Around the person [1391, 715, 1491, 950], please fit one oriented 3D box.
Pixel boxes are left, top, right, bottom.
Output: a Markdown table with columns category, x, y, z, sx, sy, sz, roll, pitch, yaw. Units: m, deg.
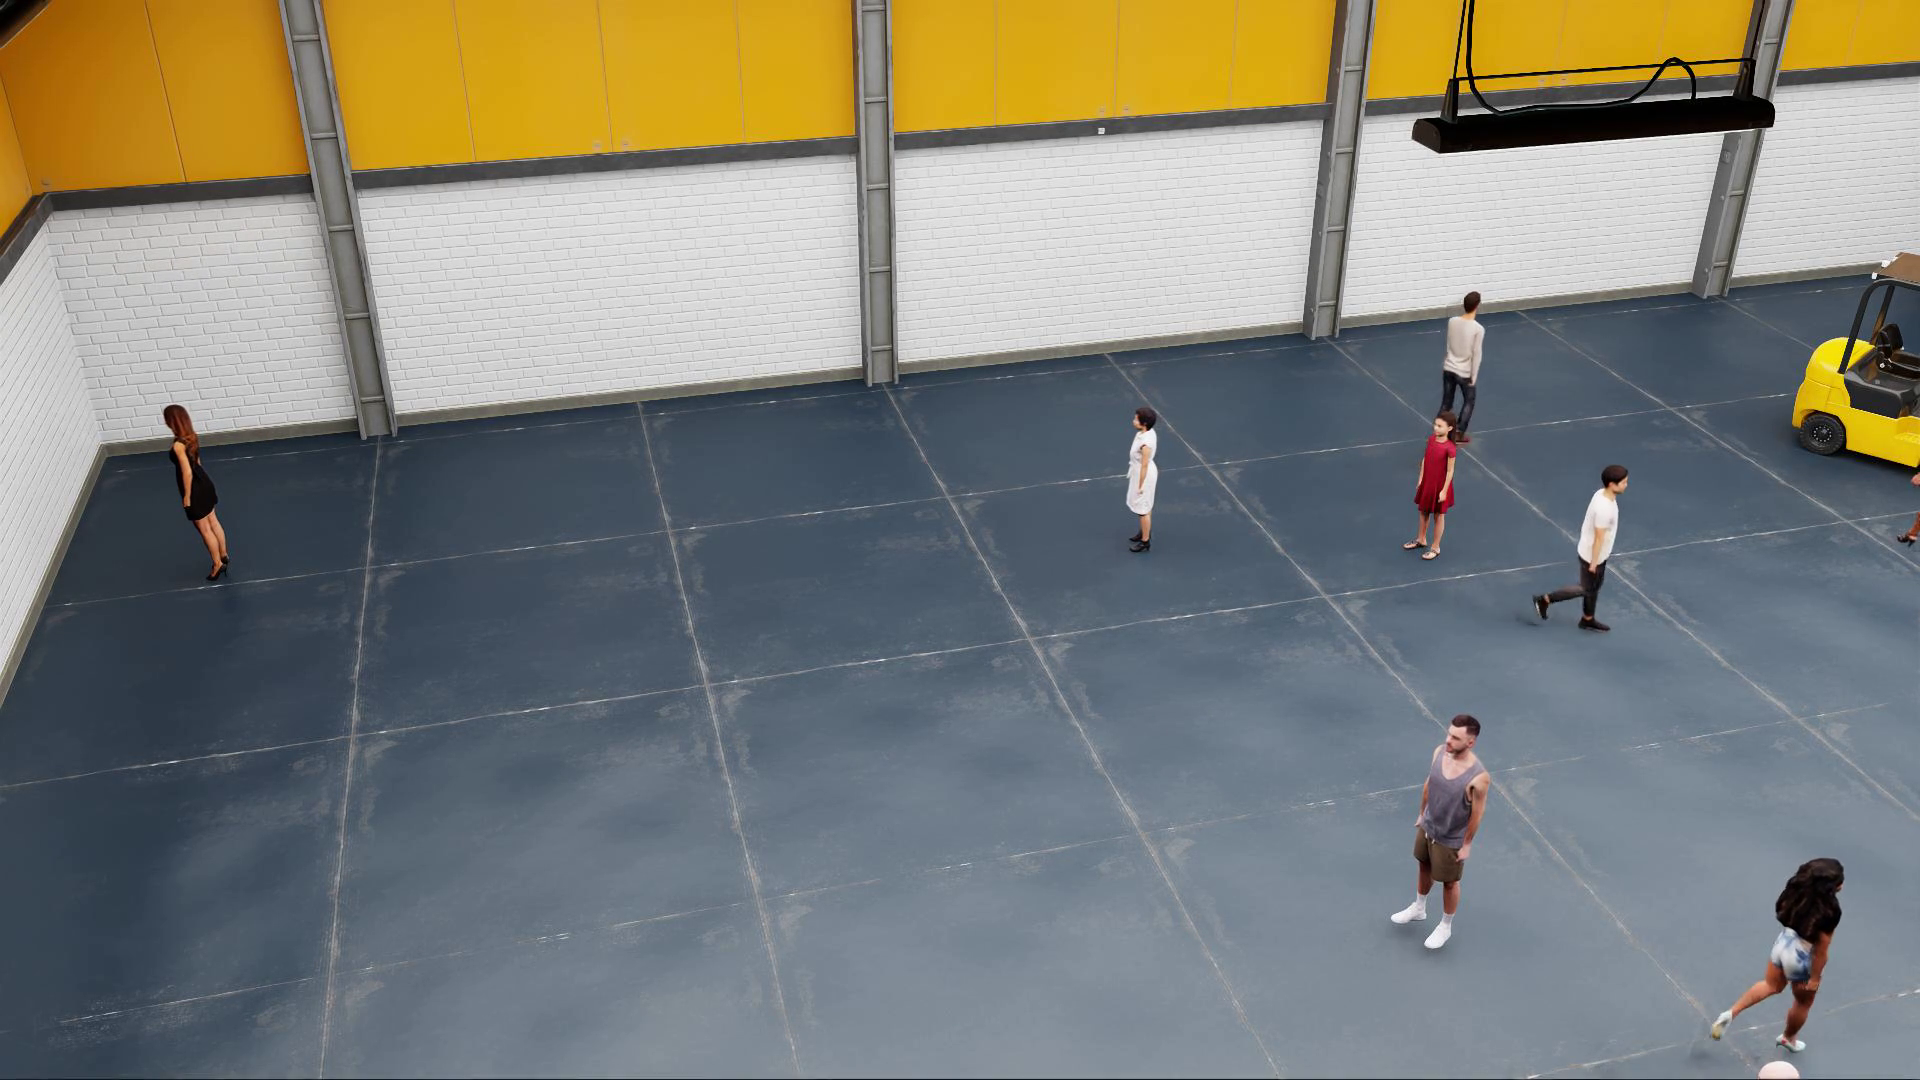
| category | x | y | z | sx | sy | sz | roll | pitch | yaw |
| --- | --- | --- | --- | --- | --- | --- | --- | --- | --- |
| person | 3.337 | 1.966 | 11.418 | 0.685 | 1.847 | 0.698 | -17 | 33 | -29 |

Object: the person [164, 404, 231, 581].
| category | x | y | z | sx | sy | sz | roll | pitch | yaw |
| --- | --- | --- | --- | --- | --- | --- | --- | --- | --- |
| person | -7.377 | -0.460 | 16.066 | 0.583 | 1.835 | 0.618 | -2 | 29 | -3 |

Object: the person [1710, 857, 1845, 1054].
| category | x | y | z | sx | sy | sz | roll | pitch | yaw |
| --- | --- | --- | --- | --- | --- | --- | --- | --- | --- |
| person | 5.237 | 2.673 | 10.562 | 0.932 | 1.605 | 0.620 | -4 | 29 | -7 |

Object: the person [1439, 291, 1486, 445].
| category | x | y | z | sx | sy | sz | roll | pitch | yaw |
| --- | --- | --- | --- | --- | --- | --- | --- | --- | --- |
| person | 5.544 | -1.860 | 18.617 | 0.785 | 1.851 | 0.818 | 23 | 36 | 36 |

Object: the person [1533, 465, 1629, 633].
| category | x | y | z | sx | sy | sz | roll | pitch | yaw |
| --- | --- | --- | --- | --- | --- | --- | --- | --- | --- |
| person | 5.728 | 0.071 | 15.230 | 1.063 | 1.703 | 0.951 | 11 | 30 | 19 |

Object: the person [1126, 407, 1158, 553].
| category | x | y | z | sx | sy | sz | roll | pitch | yaw |
| --- | --- | --- | --- | --- | --- | --- | --- | --- | --- |
| person | 1.844 | -0.623 | 16.661 | 0.645 | 1.552 | 0.635 | 5 | 29 | 8 |

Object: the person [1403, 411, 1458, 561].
| category | x | y | z | sx | sy | sz | roll | pitch | yaw |
| --- | --- | --- | --- | --- | --- | --- | --- | --- | --- |
| person | 4.745 | -0.573 | 16.567 | 0.679 | 1.554 | 0.617 | -17 | 33 | -28 |
